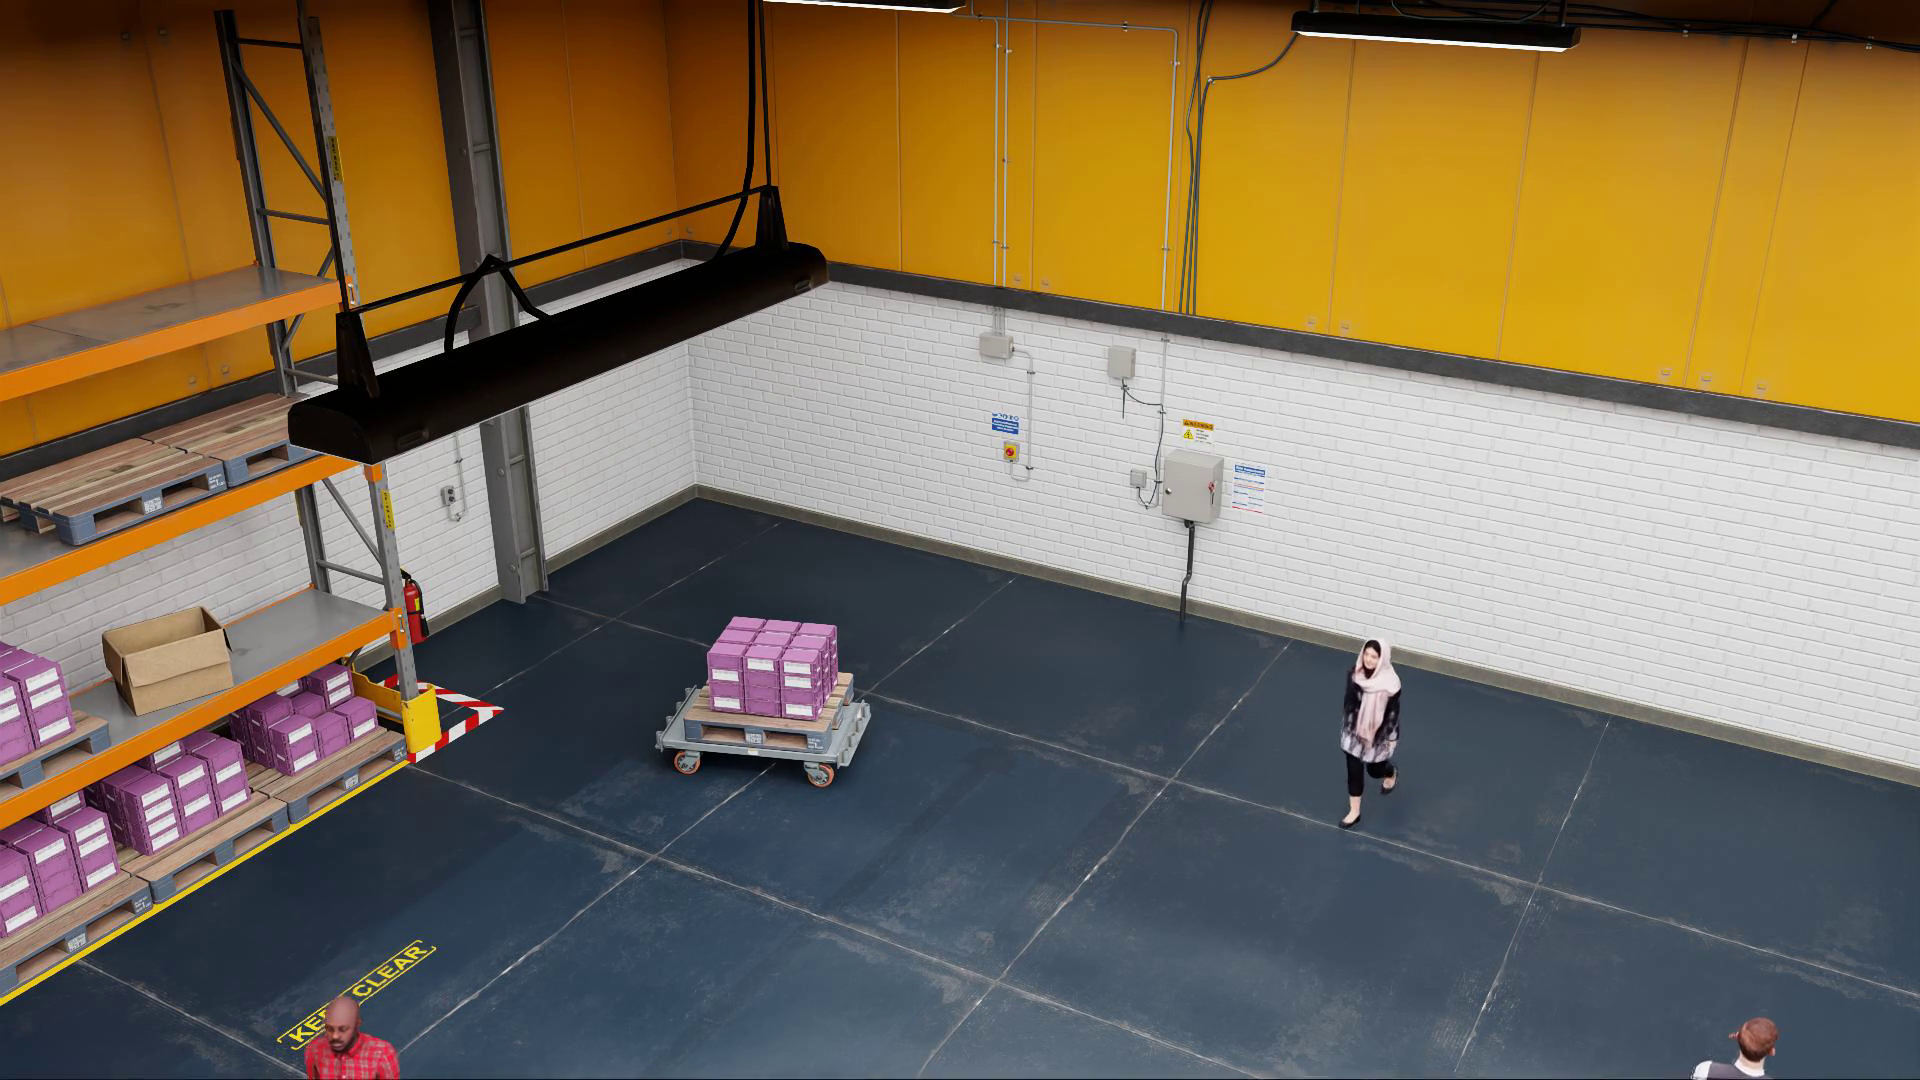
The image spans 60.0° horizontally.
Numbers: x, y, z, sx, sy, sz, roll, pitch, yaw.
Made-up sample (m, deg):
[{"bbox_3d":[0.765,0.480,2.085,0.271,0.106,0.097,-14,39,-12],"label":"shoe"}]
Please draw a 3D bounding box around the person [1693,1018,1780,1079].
[{"bbox_3d":[3.899,3.233,8.504,0.660,1.935,0.540,12,26,25],"label":"person"}]

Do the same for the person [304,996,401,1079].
[{"bbox_3d":[-3.164,3.142,8.886,0.988,1.796,1.142,1,24,3],"label":"person"}]

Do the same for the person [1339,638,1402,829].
[{"bbox_3d":[3.232,1.460,12.959,0.760,1.616,0.996,21,31,39],"label":"person"}]
